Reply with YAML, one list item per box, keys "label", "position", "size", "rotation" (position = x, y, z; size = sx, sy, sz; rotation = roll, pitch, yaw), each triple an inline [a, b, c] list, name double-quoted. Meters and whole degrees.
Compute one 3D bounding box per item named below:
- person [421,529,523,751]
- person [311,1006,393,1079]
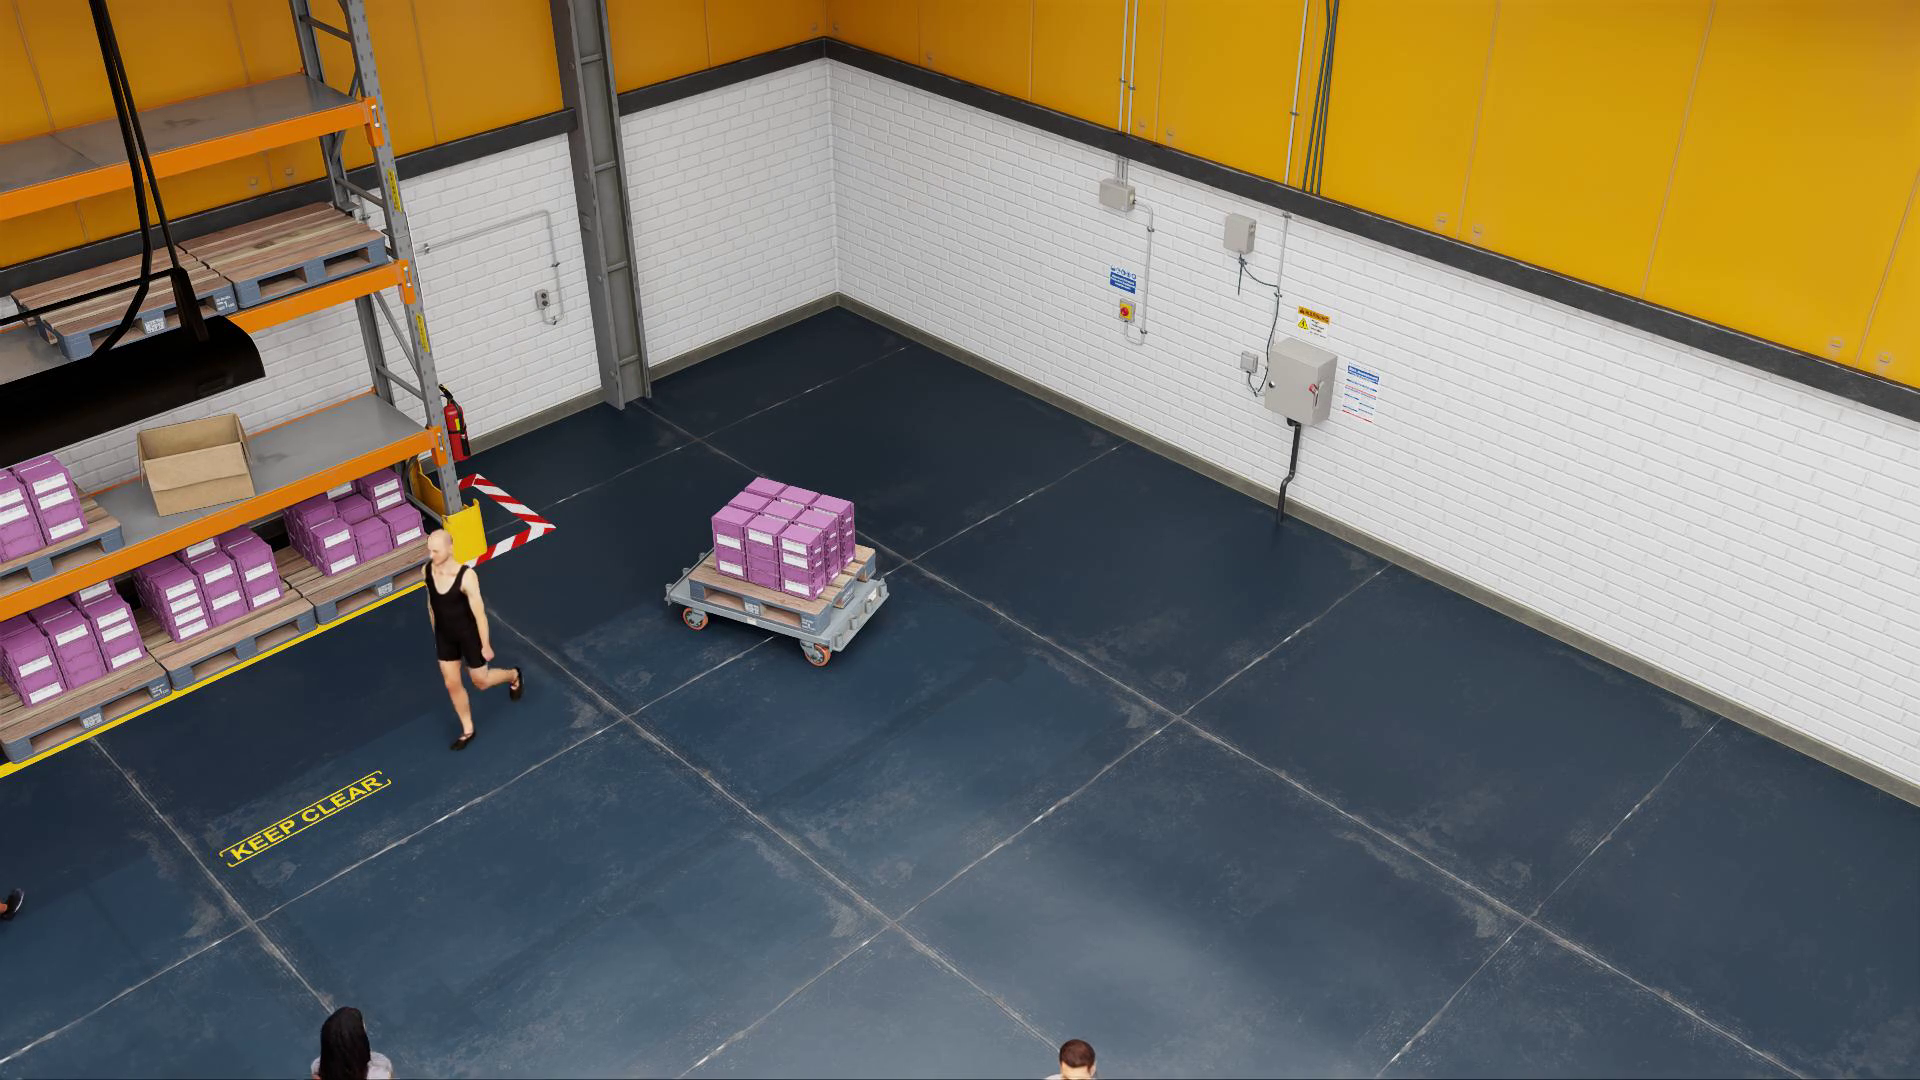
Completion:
- label: "person"
  position: [-3.601, 0.663, 12.205]
  size: [0.896, 1.795, 1.105]
  rotation: [13, 36, 19]
- label: "person"
  position: [-3.049, 3.132, 8.517]
  size: [0.797, 1.766, 0.916]
  rotation: [9, 35, 13]
